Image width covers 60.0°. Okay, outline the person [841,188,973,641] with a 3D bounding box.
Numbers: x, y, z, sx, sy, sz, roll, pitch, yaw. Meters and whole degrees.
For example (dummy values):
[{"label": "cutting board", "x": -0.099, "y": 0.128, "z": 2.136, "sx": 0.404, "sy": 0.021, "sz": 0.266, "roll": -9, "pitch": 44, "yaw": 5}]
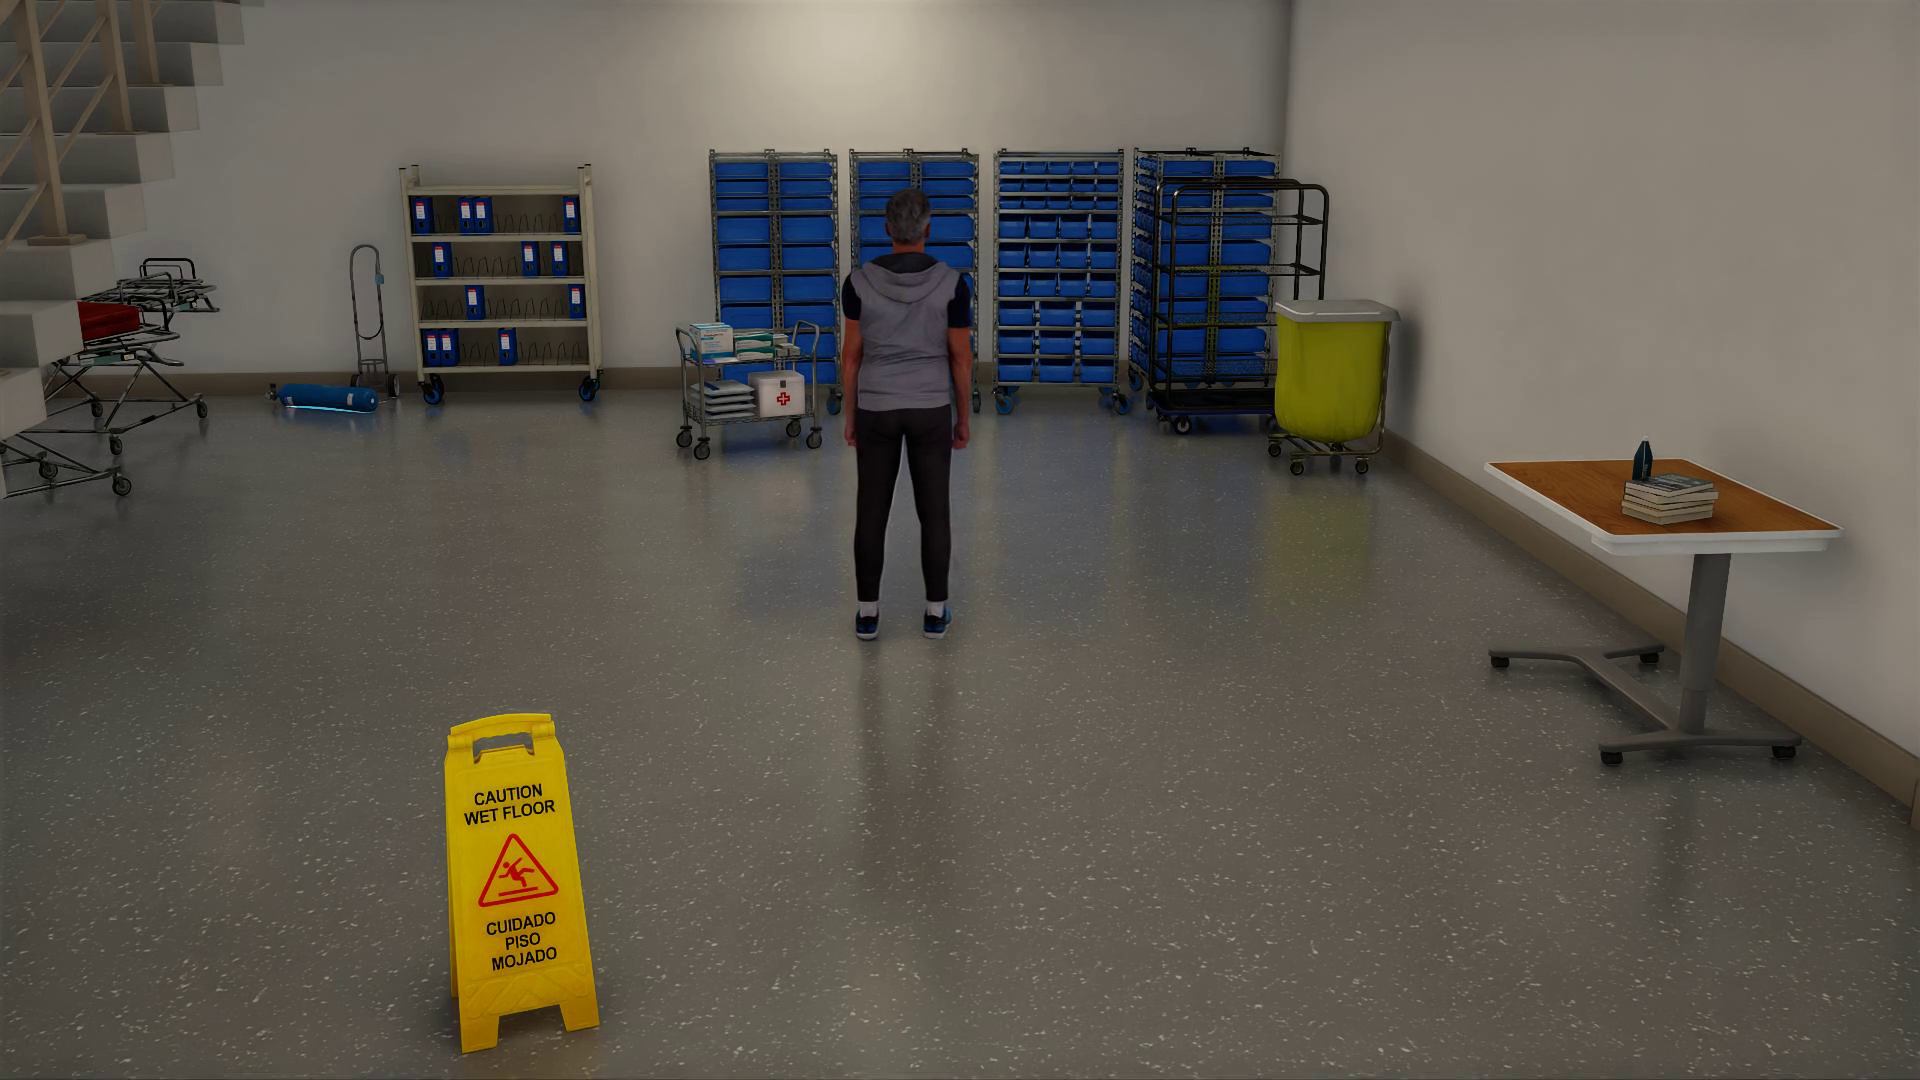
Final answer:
[{"label": "person", "x": -0.223, "y": -0.500, "z": 6.758, "sx": 0.706, "sy": 1.828, "sz": 0.590, "roll": 0, "pitch": 16, "yaw": 1}]
